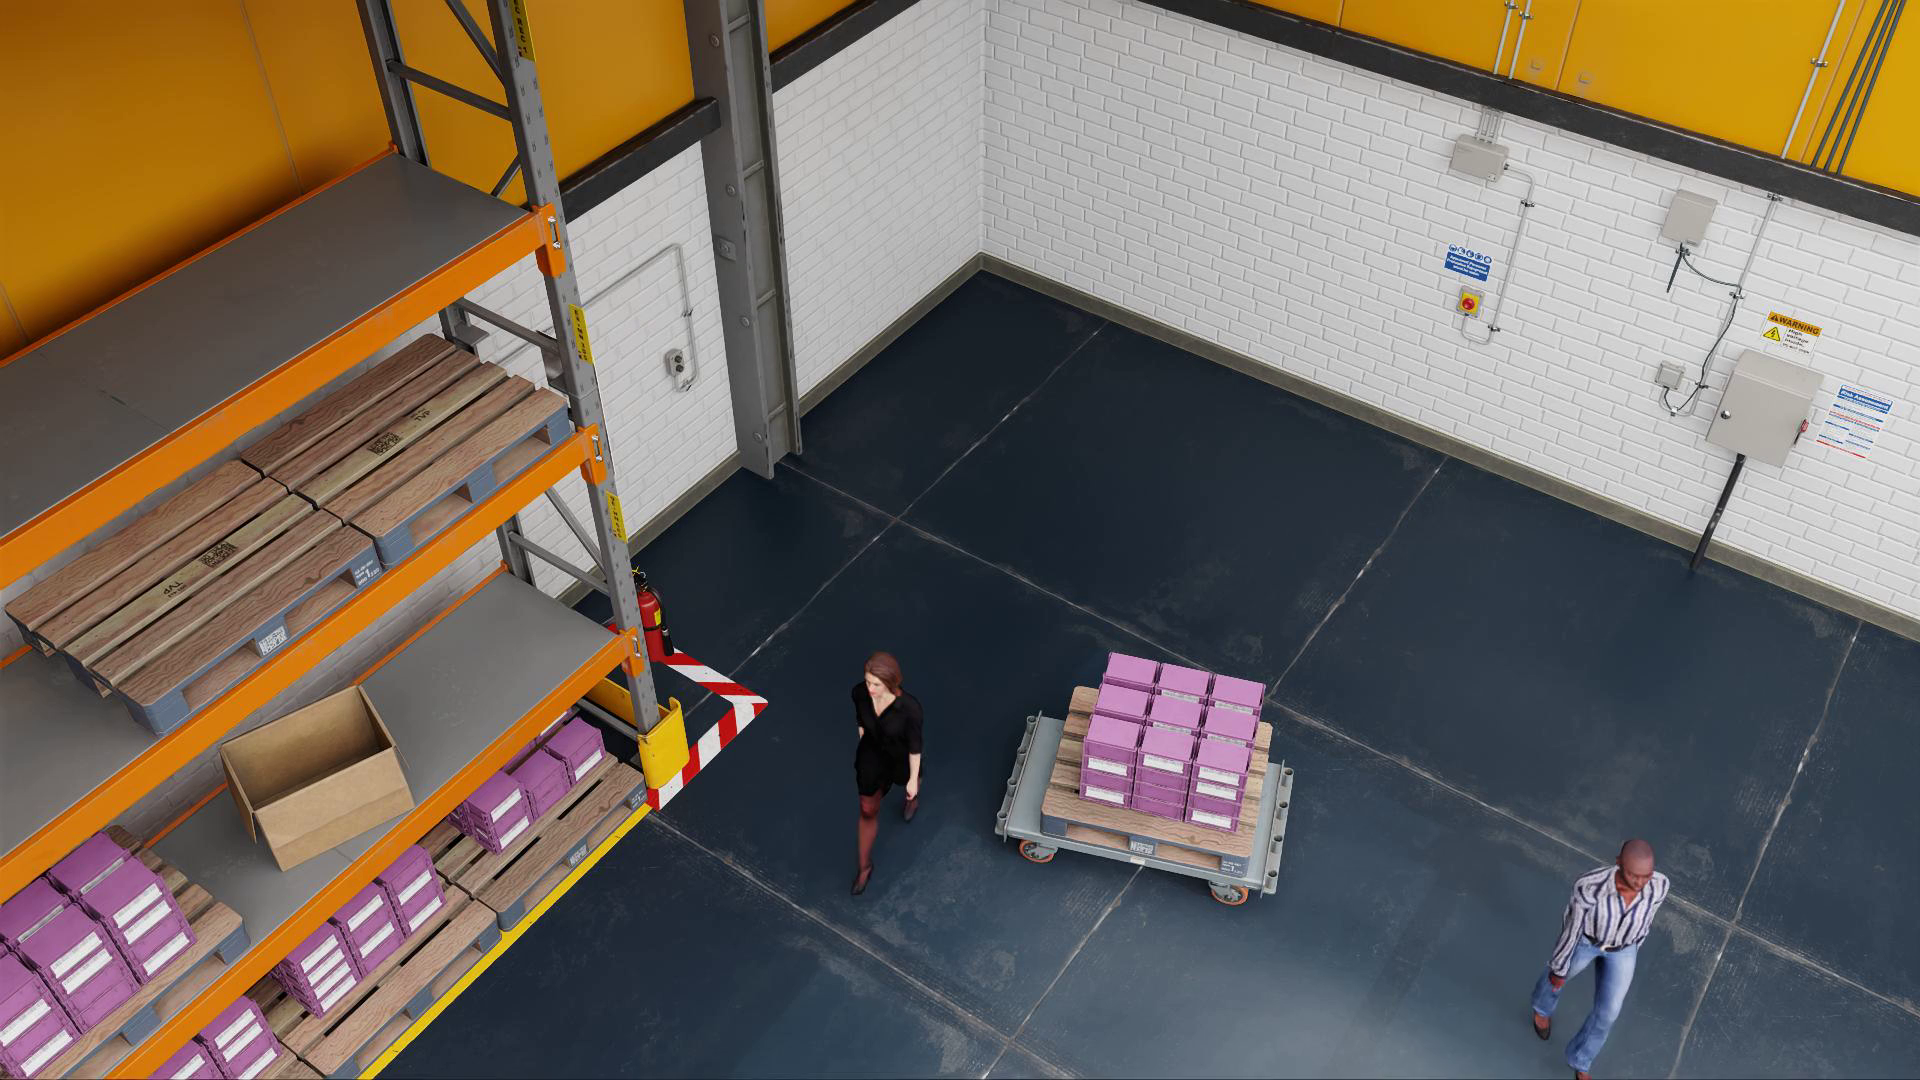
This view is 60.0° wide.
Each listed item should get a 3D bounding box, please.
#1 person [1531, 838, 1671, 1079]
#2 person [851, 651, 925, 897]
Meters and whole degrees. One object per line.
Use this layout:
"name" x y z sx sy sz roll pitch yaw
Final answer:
"person" 3.213 2.018 8.510 0.907 1.774 0.996 0 44 0
"person" -0.352 1.185 9.468 0.772 1.659 1.120 15 46 15
